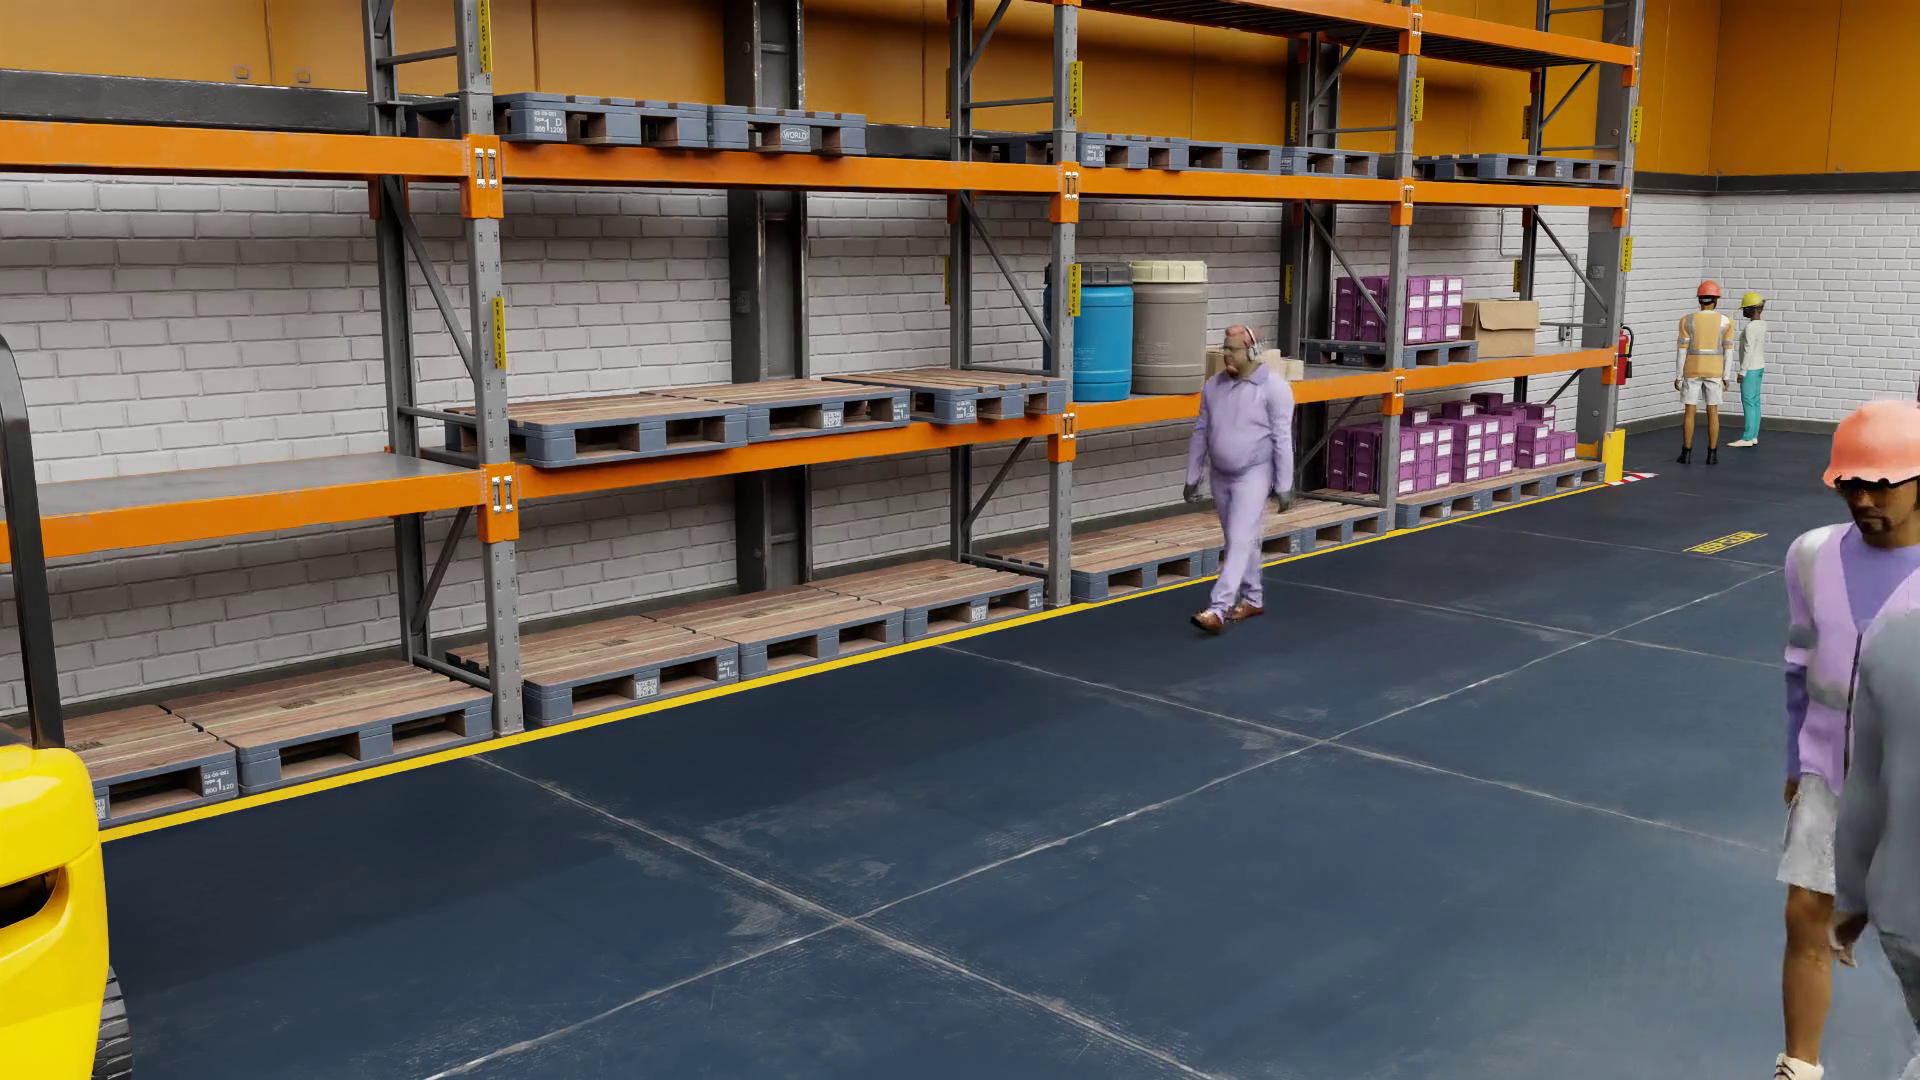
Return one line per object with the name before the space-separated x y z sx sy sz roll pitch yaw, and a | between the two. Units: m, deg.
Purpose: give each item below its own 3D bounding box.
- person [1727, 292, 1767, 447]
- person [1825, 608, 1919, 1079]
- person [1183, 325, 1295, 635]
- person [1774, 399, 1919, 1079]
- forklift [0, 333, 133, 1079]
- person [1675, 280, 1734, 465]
person | 8.994 -1.935 18.962 0.318 1.764 0.522 9 14 40
person | 2.113 0.832 3.415 0.441 1.923 0.659 -3 11 -14
person | 1.626 -0.365 10.133 0.942 1.859 0.660 -9 13 -39
person | 2.519 0.611 4.439 0.945 2.011 0.622 -6 12 -31
forklift | -3.289 0.485 4.582 1.214 2.155 2.313 -10 14 -44
person | 7.818 -1.757 17.516 0.548 1.934 0.375 3 11 18
